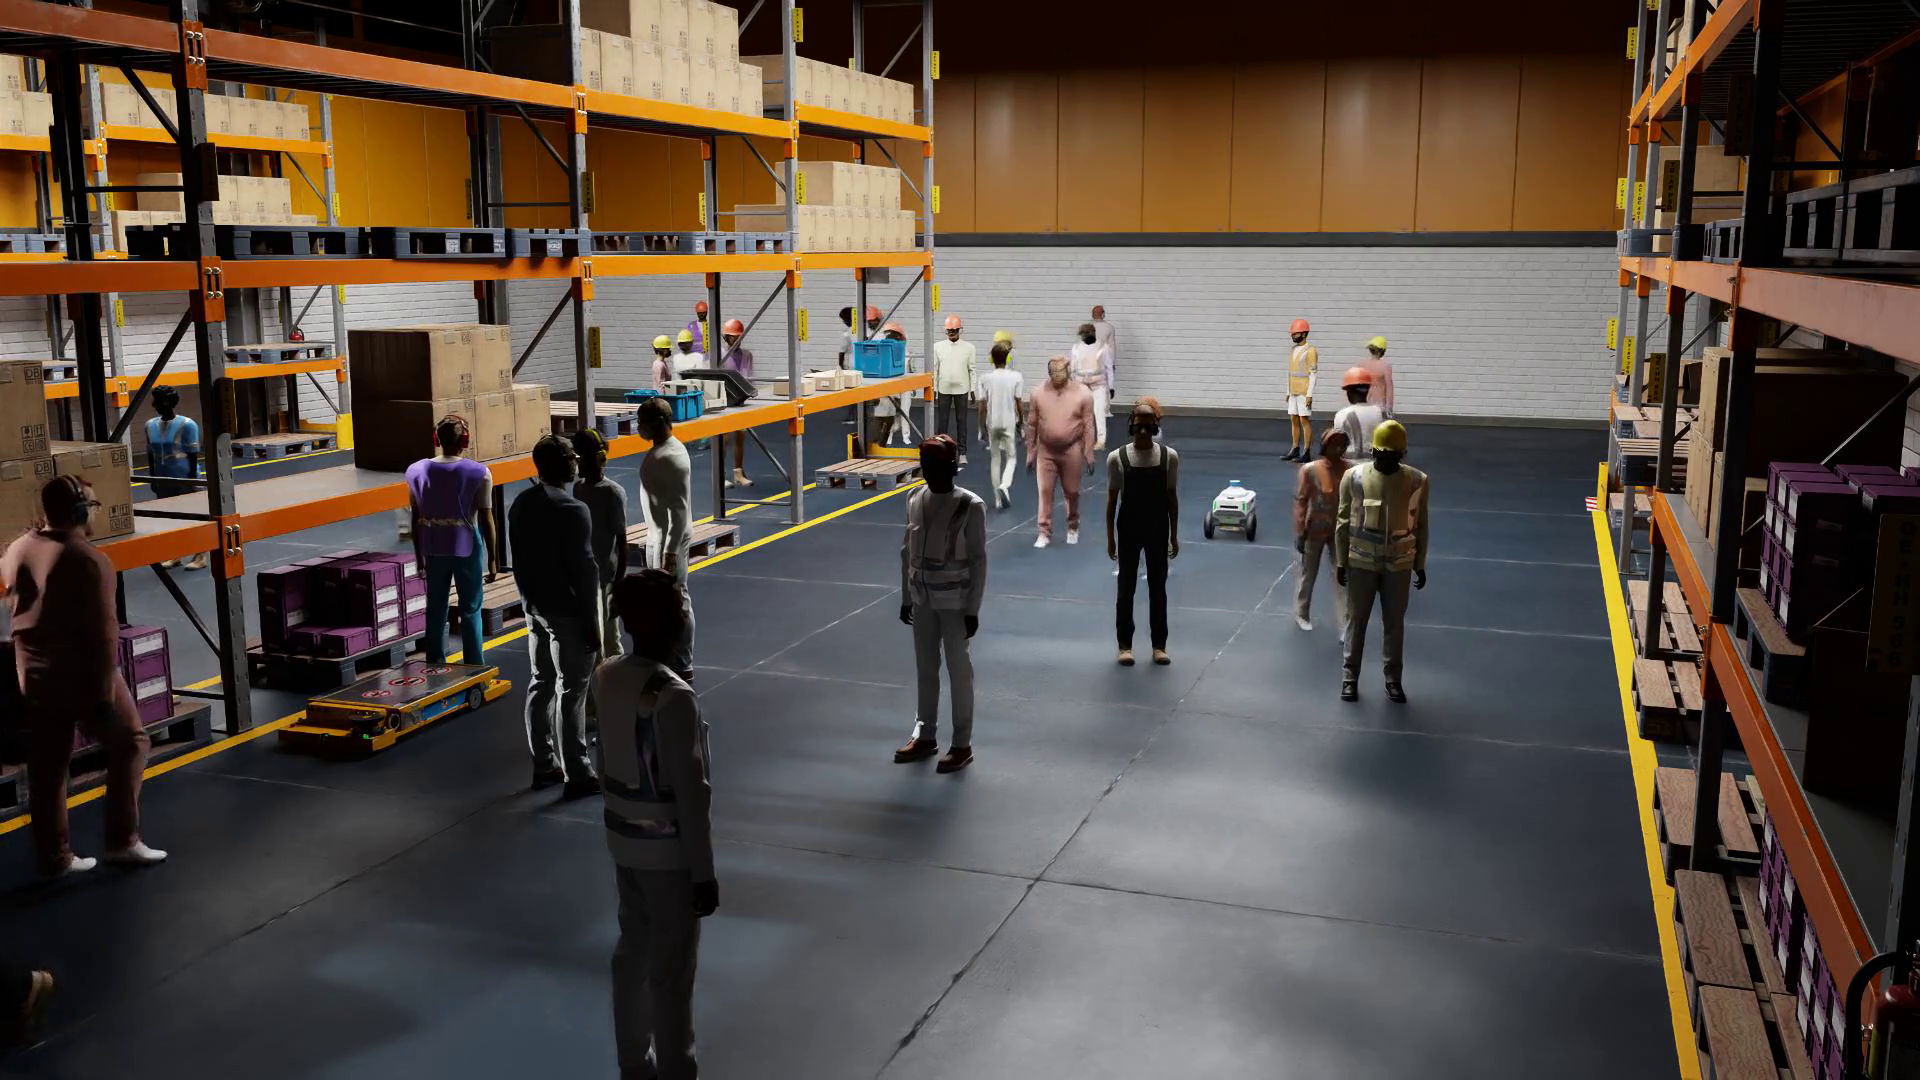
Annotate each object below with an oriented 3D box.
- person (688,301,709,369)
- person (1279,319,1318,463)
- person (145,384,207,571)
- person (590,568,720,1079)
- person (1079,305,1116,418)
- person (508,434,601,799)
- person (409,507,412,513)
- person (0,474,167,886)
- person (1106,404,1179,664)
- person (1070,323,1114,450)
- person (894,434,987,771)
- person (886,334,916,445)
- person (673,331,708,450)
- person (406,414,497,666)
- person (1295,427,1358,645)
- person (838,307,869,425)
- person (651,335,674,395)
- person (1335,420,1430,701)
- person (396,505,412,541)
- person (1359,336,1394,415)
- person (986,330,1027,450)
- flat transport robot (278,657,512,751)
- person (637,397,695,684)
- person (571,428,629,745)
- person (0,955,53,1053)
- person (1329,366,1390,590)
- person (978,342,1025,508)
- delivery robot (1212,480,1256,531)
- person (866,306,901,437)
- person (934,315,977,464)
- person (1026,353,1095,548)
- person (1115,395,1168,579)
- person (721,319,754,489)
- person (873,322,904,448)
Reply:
[{"bbox_3d":[-4.514,-3.218,29.232,0.545,1.938,0.362,-1,10,-5],"label":"person"},{"bbox_3d":[4.559,-2.005,22.403,0.362,1.935,0.553,-4,11,-22],"label":"person"},{"bbox_3d":[-7.065,-0.560,14.966,0.530,1.688,0.324,2,10,11],"label":"person"},{"bbox_3d":[-0.986,1.022,5.504,0.355,1.885,0.576,-9,13,-41],"label":"person"},{"bbox_3d":[2.338,-3.021,28.208,0.643,1.910,0.400,4,11,20],"label":"person"},{"bbox_3d":[-2.123,0.403,8.838,0.630,1.940,0.371,8,13,39],"label":"person"},{"bbox_3d":[-5.986,-1.259,18.235,0.381,1.924,0.594,-5,11,-26],"label":"person"},{"bbox_3d":[-4.058,0.636,7.690,0.666,1.887,0.630,3,11,18],"label":"person"},{"bbox_3d":[1.273,-0.036,11.616,0.510,1.840,0.338,0,10,-2],"label":"person"},{"bbox_3d":[1.886,-2.201,23.880,0.655,1.841,0.439,4,11,22],"label":"person"},{"bbox_3d":[-0.112,0.344,9.315,0.572,1.887,0.356,8,13,38],"label":"person"},{"bbox_3d":[-0.895,-2.212,24.417,0.523,1.636,0.311,-2,10,-12],"label":"person"},{"bbox_3d":[-3.846,-2.087,23.484,0.527,1.720,0.909,3,11,19],"label":"person"},{"bbox_3d":[-3.280,0.111,10.774,0.560,1.836,0.380,1,10,3],"label":"person"},{"bbox_3d":[2.723,-0.047,12.356,0.537,1.590,0.880,-1,10,-7],"label":"person"},{"bbox_3d":[-1.664,-2.820,27.063,0.659,1.932,0.407,-3,10,-16],"label":"person"},{"bbox_3d":[-3.823,-1.750,21.450,0.315,1.769,0.525,-2,10,-13],"label":"person"},{"bbox_3d":[2.706,0.134,10.675,0.588,1.824,0.403,1,10,6],"label":"person"},{"bbox_3d":[-5.409,-0.955,16.496,0.635,1.938,0.366,0,10,1],"label":"person"},{"bbox_3d":[5.412,-1.814,21.873,0.728,1.741,0.533,-8,13,-39],"label":"person"},{"bbox_3d":[0.715,-2.132,23.722,0.616,1.717,0.487,2,10,9],"label":"person"},{"bbox_3d":[-3.448,0.985,10.253,0.652,0.197,1.431,3,11,18],"label":"flat transport robot"},{"bbox_3d":[-1.959,0.012,11.058,0.371,1.934,0.627,-4,11,-21],"label":"person"},{"bbox_3d":[-2.156,0.267,9.806,0.510,1.870,0.328,9,13,41],"label":"person"},{"bbox_3d":[-3.682,0.923,5.623,0.685,2.000,0.949,5,11,26],"label":"person"},{"bbox_3d":[3.478,-0.524,14.187,0.552,1.899,0.811,-7,12,-33],"label":"person"},{"bbox_3d":[0.453,-1.249,18.373,0.528,1.858,0.612,2,10,10],"label":"person"},{"bbox_3d":[2.763,-0.357,16.736,0.477,0.478,0.707,3,10,18],"label":"delivery robot"},{"bbox_3d":[-1.242,-2.557,25.319,0.654,2.002,0.541,6,12,30],"label":"person"},{"bbox_3d":[-0.087,-2.010,22.265,0.612,1.996,0.389,1,10,3],"label":"person"},{"bbox_3d":[0.968,-0.862,16.138,0.665,1.920,0.450,2,10,12],"label":"person"},{"bbox_3d":[1.623,-0.460,14.591,0.337,1.638,0.500,-2,10,-14],"label":"person"},{"bbox_3d":[-2.718,-1.643,20.074,0.615,2.038,0.396,-10,14,-43],"label":"person"},{"bbox_3d":[-1.001,-1.960,22.314,0.354,1.897,0.731,3,10,14],"label":"person"}]
